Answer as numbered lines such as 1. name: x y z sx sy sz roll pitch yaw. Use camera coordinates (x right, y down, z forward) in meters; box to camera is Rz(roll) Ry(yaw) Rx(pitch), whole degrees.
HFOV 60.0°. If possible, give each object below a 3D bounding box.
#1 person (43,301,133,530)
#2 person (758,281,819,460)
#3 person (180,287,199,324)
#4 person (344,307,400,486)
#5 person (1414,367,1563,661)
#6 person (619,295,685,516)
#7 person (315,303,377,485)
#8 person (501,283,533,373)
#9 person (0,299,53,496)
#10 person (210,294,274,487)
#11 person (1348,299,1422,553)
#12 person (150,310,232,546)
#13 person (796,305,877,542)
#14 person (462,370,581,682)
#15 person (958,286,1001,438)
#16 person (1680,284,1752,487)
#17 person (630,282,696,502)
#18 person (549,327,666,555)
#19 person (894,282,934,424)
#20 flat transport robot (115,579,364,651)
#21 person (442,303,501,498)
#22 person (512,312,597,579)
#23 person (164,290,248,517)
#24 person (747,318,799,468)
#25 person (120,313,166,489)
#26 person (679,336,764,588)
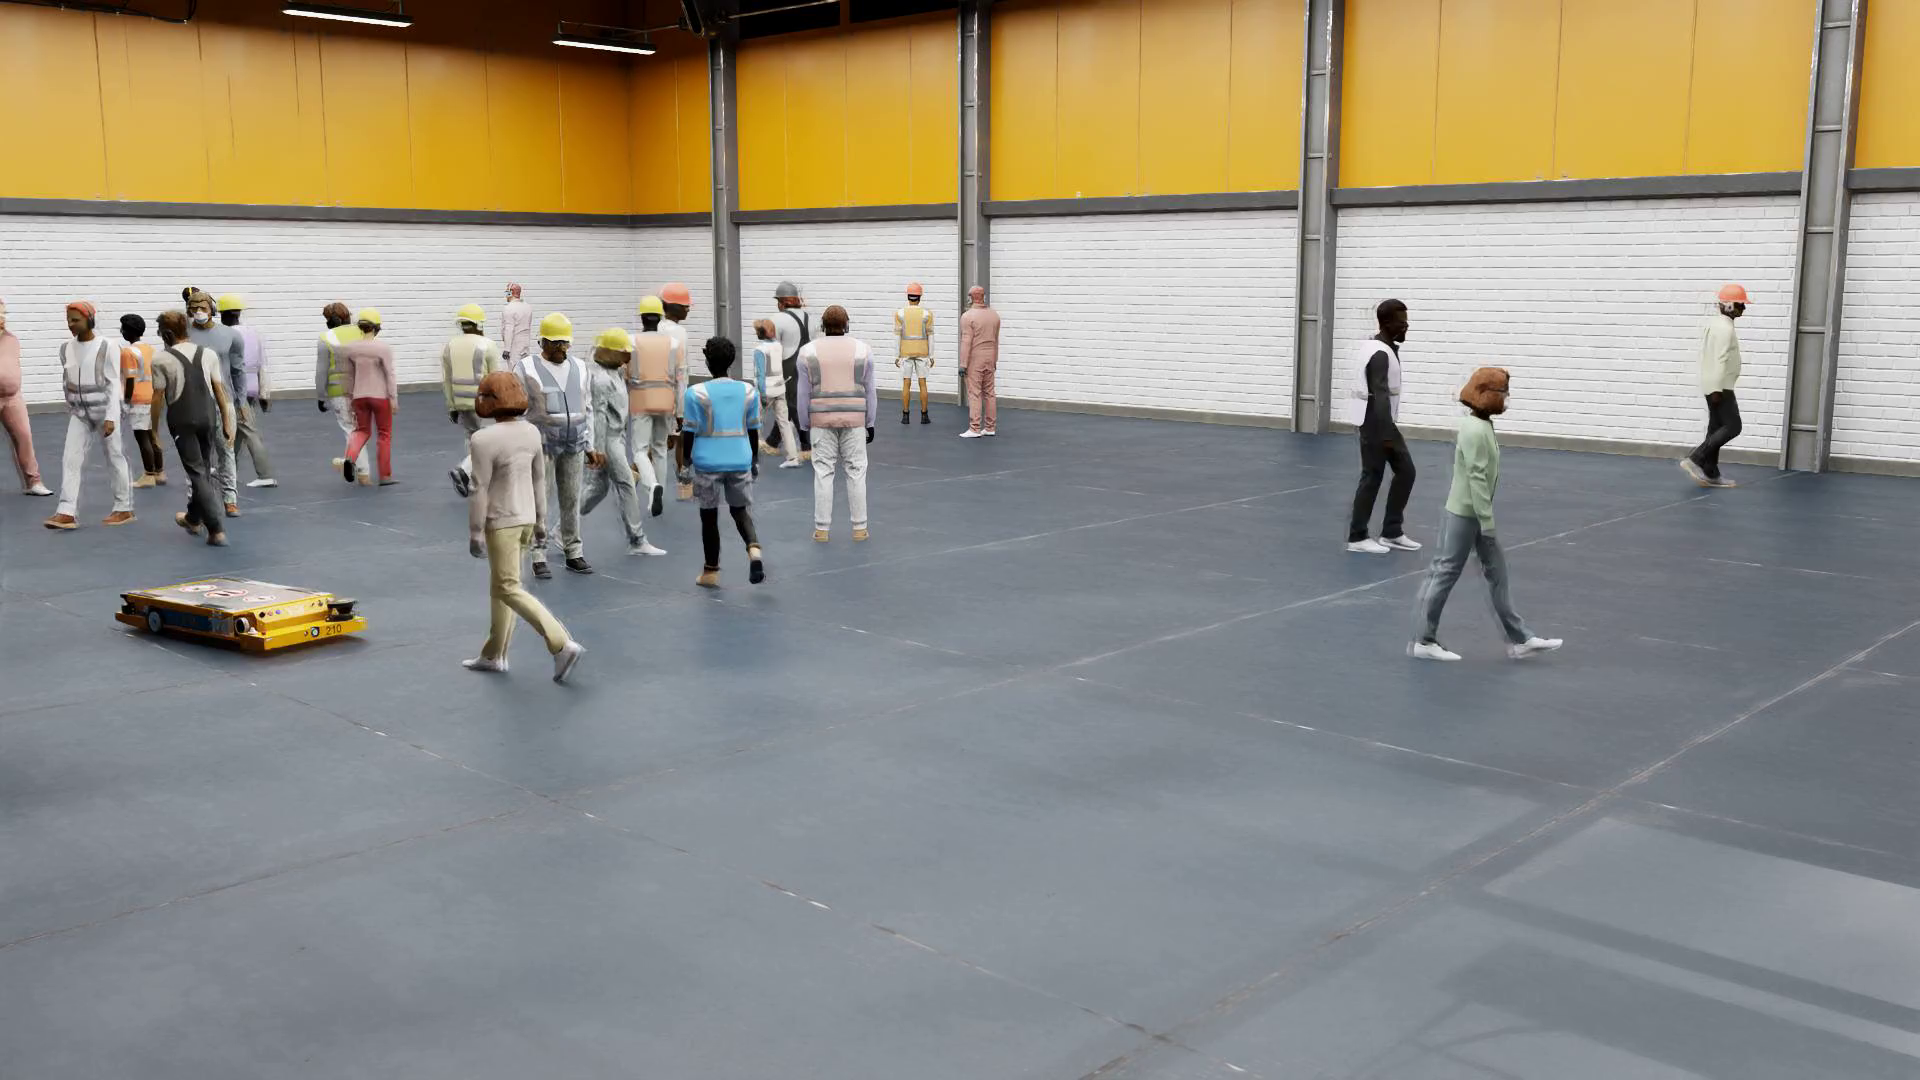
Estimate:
1. person: -7.105 -0.992 13.488 0.580 1.852 0.887 1 9 9
2. person: -1.950 -1.919 18.578 1.035 2.000 0.688 5 11 28
3. person: -10.858 -2.646 23.558 0.323 1.870 0.518 -7 11 -36
4. person: -5.731 -1.375 16.139 0.538 1.755 0.558 2 10 13
5. person: 2.848 -0.119 8.893 0.822 1.594 0.535 4 10 23
6. person: -2.628 -1.138 14.233 0.596 1.903 0.816 -4 10 -23
7. person: -6.102 -1.453 16.525 0.959 1.778 0.659 8 13 42
8. person: -6.680 -2.897 24.984 0.408 1.908 0.644 2 10 15
9. person: -9.025 -1.329 15.530 0.998 1.867 0.637 4 10 22
10. person: -7.083 -1.448 16.209 0.967 1.877 0.591 3 10 16
11. person: 3.223 -0.831 12.345 0.670 1.894 0.614 4 10 21
12. person: -5.996 -0.868 12.873 0.952 1.795 0.536 8 12 40
13. person: -0.958 -0.902 12.948 0.621 1.845 0.429 -1 9 -7
14. person: -2.287 -0.070 8.570 0.766 1.604 0.507 4 10 22
15. person: 0.213 -2.234 20.934 0.399 1.905 0.643 9 13 44
16. person: 7.350 -1.481 16.084 0.461 1.979 0.626 3 10 16
17. person: -2.679 -1.301 14.922 0.953 2.011 0.605 -6 11 -33
18. person: -2.636 -0.716 12.248 0.829 1.707 0.504 0 9 -2
19. person: -0.624 -2.548 22.751 0.552 1.936 0.358 0 9 0
20. flat transport robot: -4.217 0.411 9.701 1.431 0.197 0.652 6 11 32
21. person: -4.471 -1.260 15.232 0.604 1.814 0.650 4 10 24
22. person: -2.780 -0.652 11.478 0.588 1.823 0.403 -7 12 -38
23. person: -6.394 -1.147 14.154 0.631 1.938 0.362 -4 10 -24
24. person: -2.072 -1.554 17.709 0.838 1.593 0.523 5 11 29
25. person: -7.928 -1.341 16.087 0.317 1.695 0.541 0 9 -2
26. person: -1.554 -0.495 10.929 0.551 1.685 0.553 -6 11 -32
